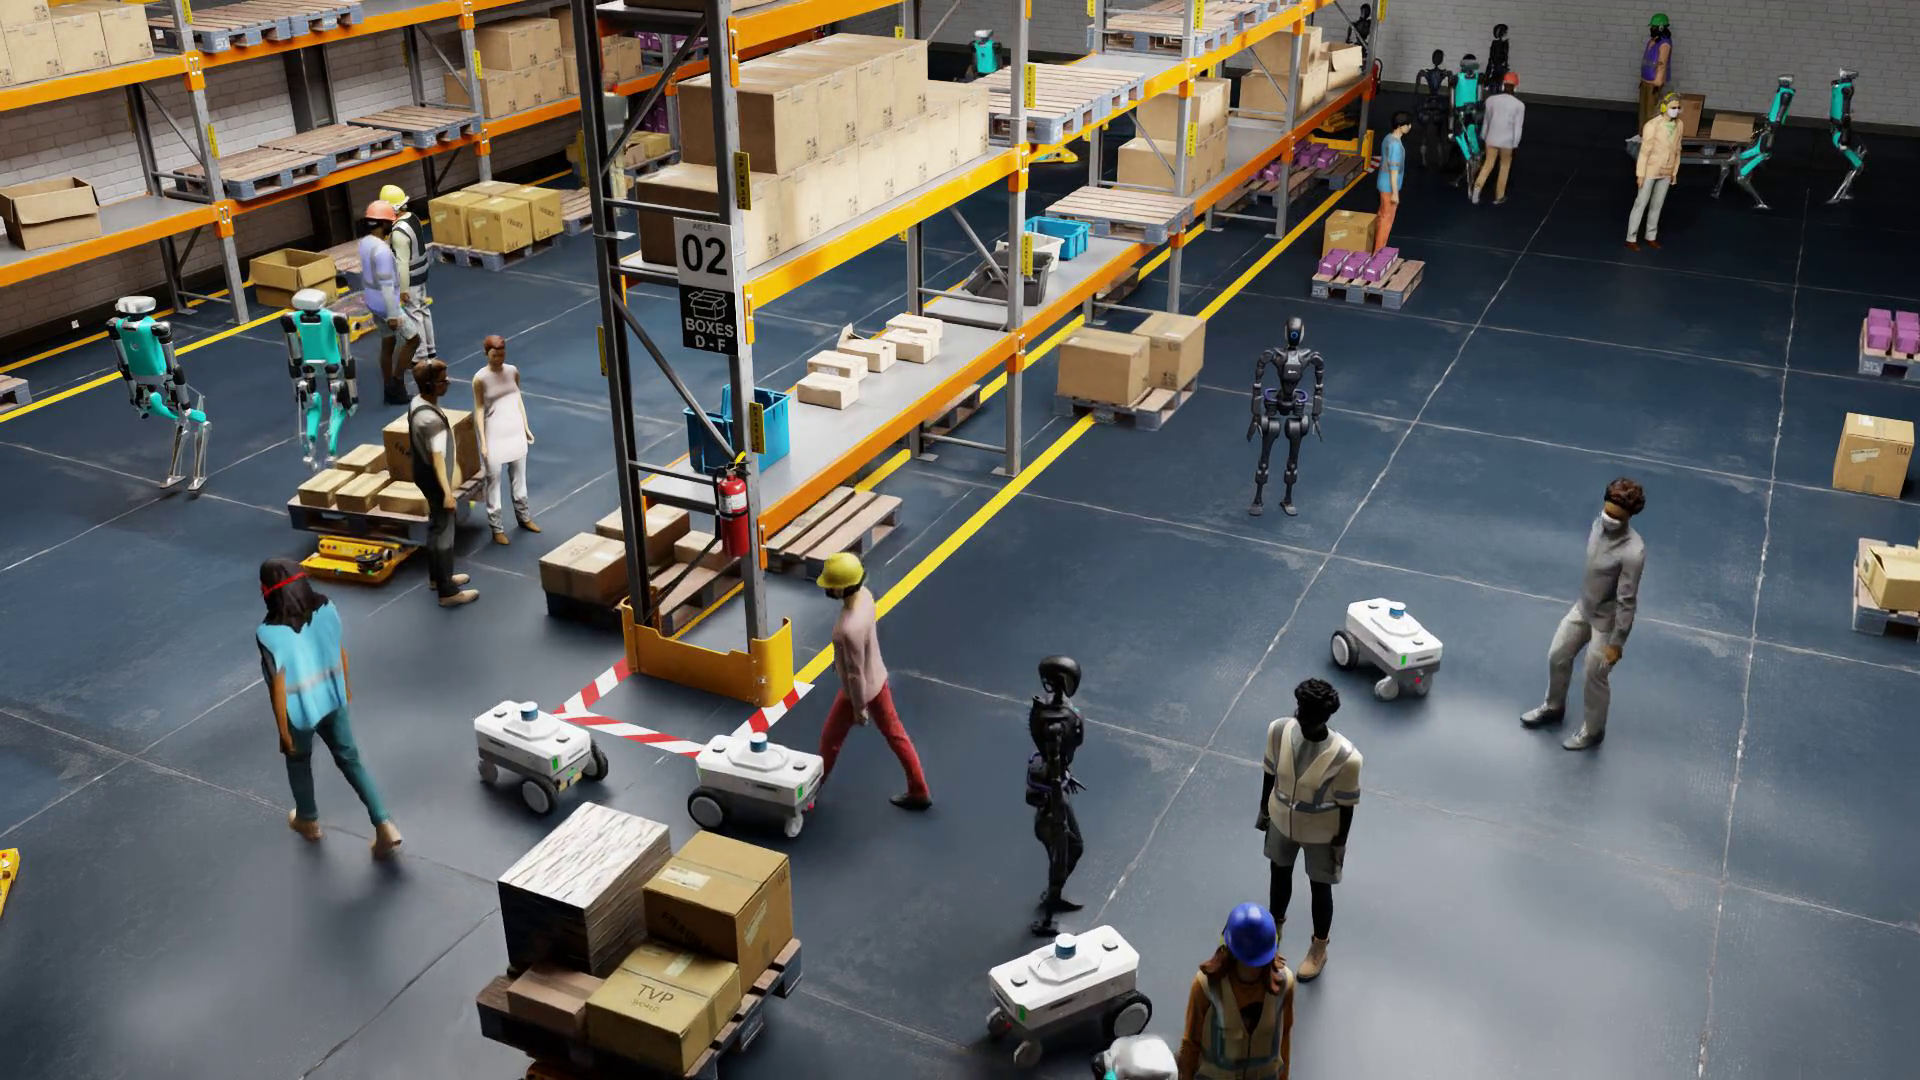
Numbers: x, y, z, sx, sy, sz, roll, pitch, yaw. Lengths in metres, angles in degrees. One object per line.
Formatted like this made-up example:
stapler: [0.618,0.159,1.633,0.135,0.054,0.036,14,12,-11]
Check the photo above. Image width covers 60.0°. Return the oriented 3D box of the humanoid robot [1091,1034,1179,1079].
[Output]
humanoid robot: [0.882,2.493,6.153,1.025,1.769,0.535,-10,28,-19]

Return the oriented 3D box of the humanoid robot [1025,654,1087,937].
humanoid robot: [0.511,1.316,8.522,0.350,1.649,0.609,2,26,5]

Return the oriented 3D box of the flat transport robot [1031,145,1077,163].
flat transport robot: [0.919,-5.587,24.064,1.431,0.231,0.659,-7,27,-14]

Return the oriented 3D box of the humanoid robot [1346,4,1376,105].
humanoid robot: [6.569,-7.986,27.344,0.611,1.630,0.557,-9,28,-18]

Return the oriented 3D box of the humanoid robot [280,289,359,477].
humanoid robot: [-5.118,-1.085,13.275,0.534,1.763,0.642,1,26,1]

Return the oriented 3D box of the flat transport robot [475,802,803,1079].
flat transport robot: [-1.540,2.355,8.020,0.659,0.231,1.431,11,29,22]

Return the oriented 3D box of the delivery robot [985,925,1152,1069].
delivery robot: [0.523,2.170,8.073,0.781,0.595,0.499,-14,30,-26]

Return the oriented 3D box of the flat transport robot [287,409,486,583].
flat transport robot: [-4.436,-0.087,12.953,0.659,0.231,1.431,7,27,14]

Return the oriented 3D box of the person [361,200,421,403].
person: [-5.258,-2.175,15.321,0.435,1.907,0.558,-19,32,-34]

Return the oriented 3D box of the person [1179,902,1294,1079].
person: [1.100,2.181,6.669,0.469,1.778,0.312,-4,27,-8]

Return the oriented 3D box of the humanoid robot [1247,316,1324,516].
humanoid robot: [2.578,-0.975,13.143,0.599,1.657,0.315,1,26,2]

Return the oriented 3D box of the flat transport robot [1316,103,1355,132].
flat transport robot: [5.443,-6.677,26.266,1.431,0.231,0.659,21,33,36]

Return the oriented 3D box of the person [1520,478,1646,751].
person: [3.854,0.470,10.014,0.474,1.876,0.608,-6,27,-11]

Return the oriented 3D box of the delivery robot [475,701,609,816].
delivery robot: [-2.531,1.246,9.928,0.773,0.586,0.499,16,30,28]

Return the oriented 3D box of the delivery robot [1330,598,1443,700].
delivery robot: [2.861,0.683,11.067,0.505,0.587,0.759,-10,28,-19]

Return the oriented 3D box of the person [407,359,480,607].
person: [-3.712,-0.414,11.855,0.343,1.836,0.501,-12,29,-23]

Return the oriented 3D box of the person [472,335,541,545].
person: [-3.503,-0.784,12.794,0.285,1.657,0.449,23,34,38]

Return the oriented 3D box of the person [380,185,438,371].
person: [-5.377,-2.550,16.185,0.404,1.824,0.587,-2,26,-3]

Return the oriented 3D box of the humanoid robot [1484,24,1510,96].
humanoid robot: [8.197,-7.036,25.397,0.377,1.646,0.613,-4,27,-8]

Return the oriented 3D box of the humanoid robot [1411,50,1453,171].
humanoid robot: [6.651,-6.057,23.443,0.609,1.640,0.385,3,26,6]

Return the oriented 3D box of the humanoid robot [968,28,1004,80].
humanoid robot: [0.527,-6.718,24.732,0.578,1.801,0.832,14,29,26]

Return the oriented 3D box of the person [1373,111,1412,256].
person: [5.046,-4.134,19.451,0.334,1.758,0.502,2,26,4]

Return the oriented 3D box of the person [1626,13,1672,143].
person: [10.304,-6.838,24.738,0.432,1.919,0.550,-1,26,-3]

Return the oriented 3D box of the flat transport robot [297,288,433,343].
flat transport robot: [-6.325,-2.417,17.660,0.659,0.231,1.431,10,28,19]

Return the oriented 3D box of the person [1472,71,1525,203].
person: [7.026,-5.213,21.661,0.566,1.722,0.653,19,32,34]

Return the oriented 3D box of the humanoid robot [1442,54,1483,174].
humanoid robot: [7.030,-5.950,23.214,0.601,1.649,0.324,-11,28,-20]

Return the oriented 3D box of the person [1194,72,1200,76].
person: [2.957,-5.317,21.738,0.654,1.852,1.015,13,29,25]

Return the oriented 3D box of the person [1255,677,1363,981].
person: [1.719,1.421,8.303,0.533,1.692,0.320,21,33,36]

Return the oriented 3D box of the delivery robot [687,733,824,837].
delivery robot: [-1.177,1.386,9.659,0.768,0.597,0.524,9,28,18]

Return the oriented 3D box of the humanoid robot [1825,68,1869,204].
humanoid robot: [11.710,-5.257,21.738,0.873,1.774,0.586,4,27,7]

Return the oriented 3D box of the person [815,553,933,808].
person: [-0.604,0.817,9.499,0.958,1.703,0.527,6,27,12]

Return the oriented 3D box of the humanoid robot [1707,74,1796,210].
humanoid robot: [10.203,-5.176,21.614,0.951,1.776,0.531,10,28,19]

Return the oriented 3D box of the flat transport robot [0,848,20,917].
flat transport robot: [-5.370,2.065,8.607,0.659,0.231,1.431,-8,27,-16]

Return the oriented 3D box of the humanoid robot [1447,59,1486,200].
humanoid robot: [6.848,-5.399,22.110,0.553,1.837,0.863,-9,28,-17]

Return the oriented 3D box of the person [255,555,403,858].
person: [-3.511,0.932,9.136,0.880,1.840,0.528,19,32,34]

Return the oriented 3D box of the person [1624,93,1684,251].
person: [8.316,-4.407,19.883,0.559,1.869,0.390,-8,27,-16]

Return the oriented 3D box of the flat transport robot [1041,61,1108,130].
flat transport robot: [1.579,-6.584,26.077,1.431,0.231,0.659,0,26,-1]

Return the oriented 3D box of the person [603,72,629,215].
person: [-4.436,-5.016,21.179,0.444,1.814,0.585,23,34,38]

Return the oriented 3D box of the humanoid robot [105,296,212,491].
humanoid robot: [-6.377,-1.236,13.470,0.533,1.677,0.735,5,27,9]
